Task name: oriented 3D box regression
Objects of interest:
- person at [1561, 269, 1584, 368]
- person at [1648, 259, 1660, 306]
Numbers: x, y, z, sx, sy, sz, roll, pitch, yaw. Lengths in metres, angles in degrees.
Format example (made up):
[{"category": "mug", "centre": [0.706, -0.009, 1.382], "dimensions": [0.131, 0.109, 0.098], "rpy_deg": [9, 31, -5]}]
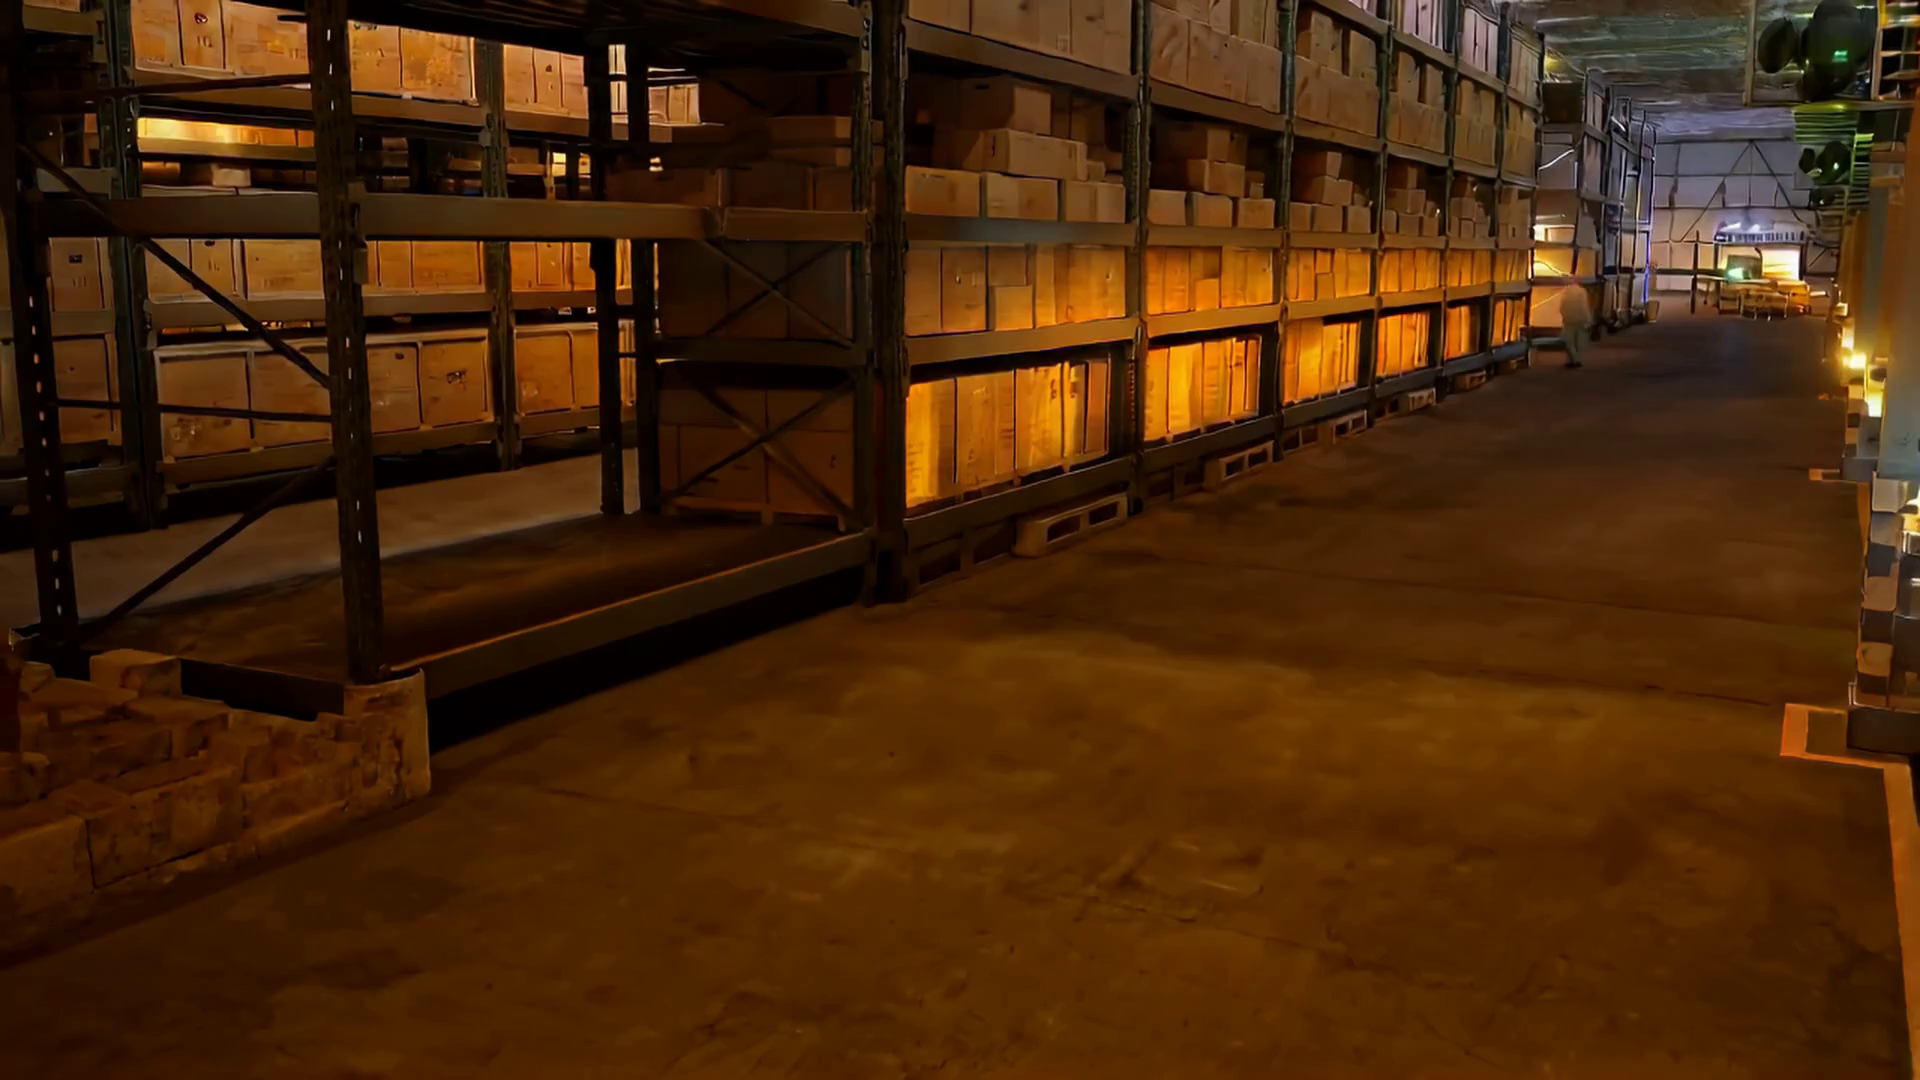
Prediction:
[{"category": "person", "centre": [11.667, -4.209, 31.656], "dimensions": [0.489, 1.863, 0.687], "rpy_deg": [2, 10, 11]}, {"category": "person", "centre": [28.275, -10.530, 68.100], "dimensions": [0.803, 1.915, 0.640], "rpy_deg": [4, 10, 20]}]
